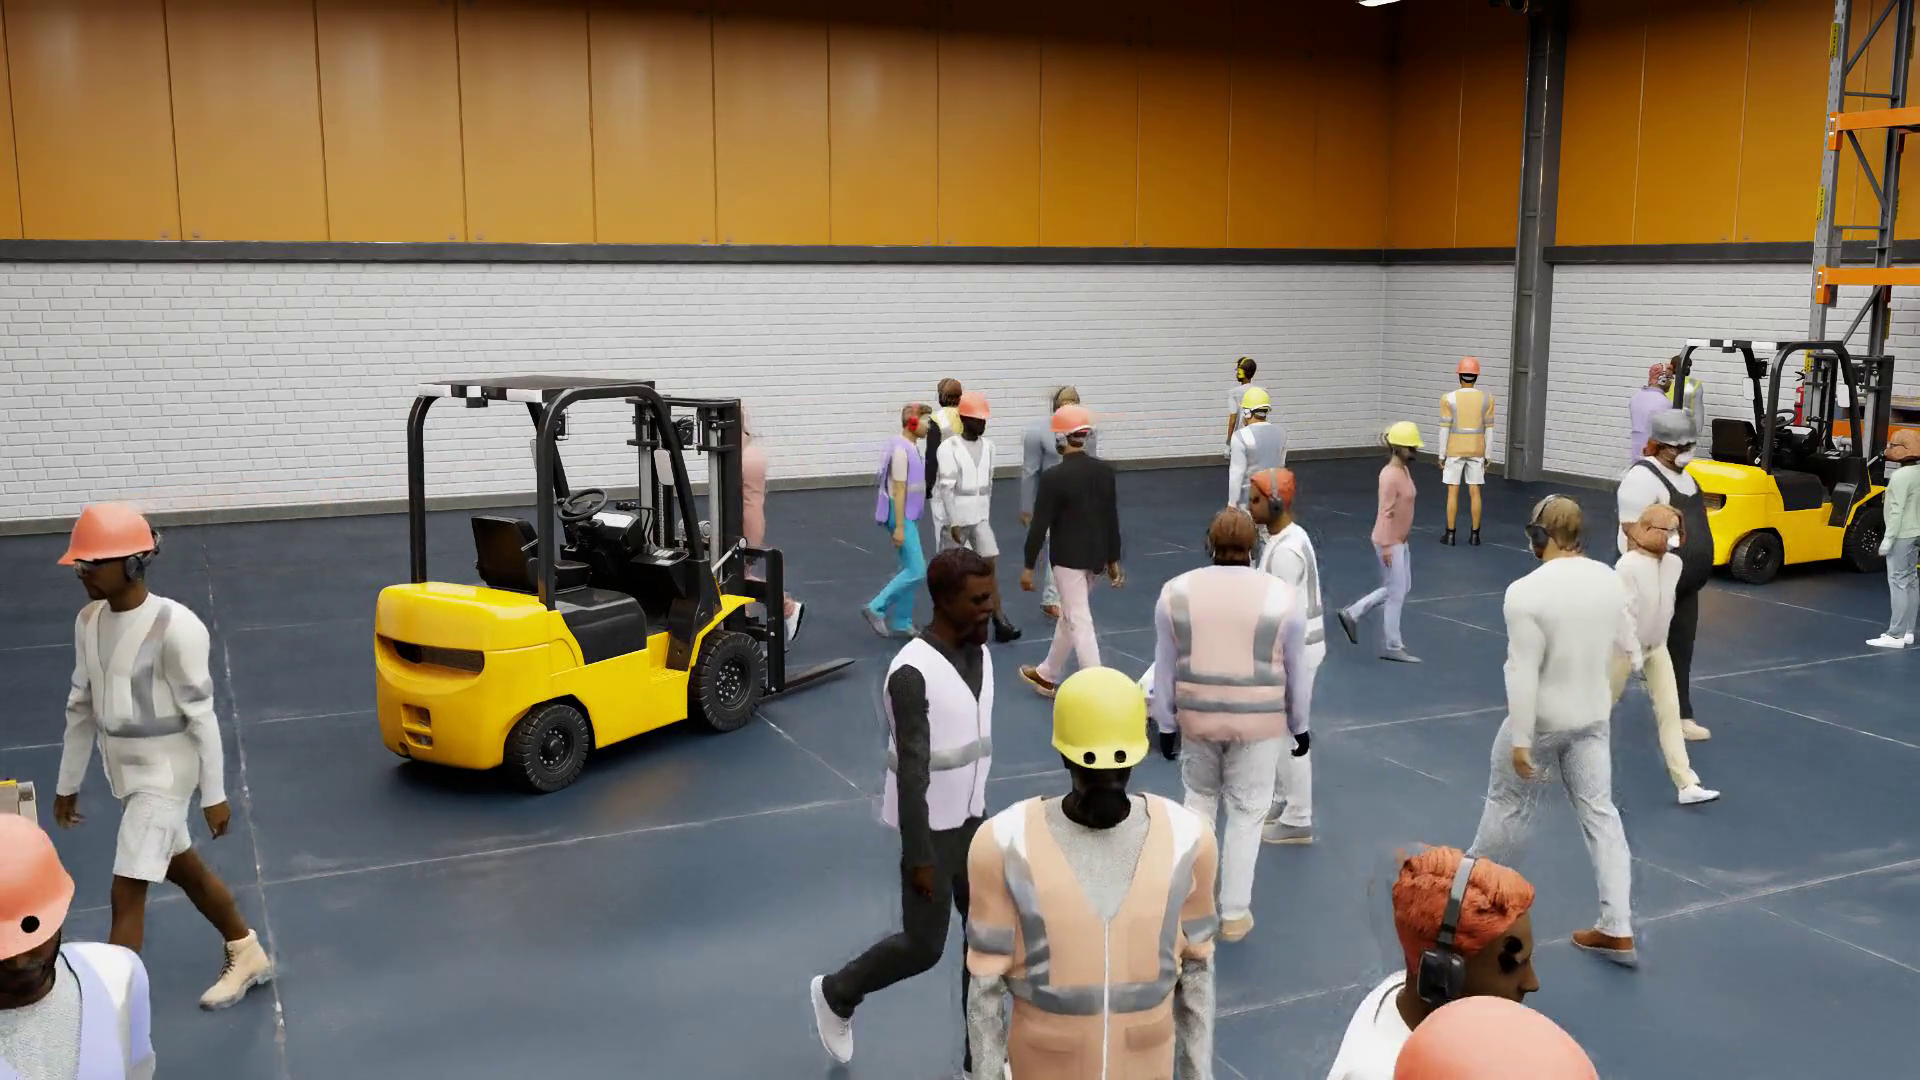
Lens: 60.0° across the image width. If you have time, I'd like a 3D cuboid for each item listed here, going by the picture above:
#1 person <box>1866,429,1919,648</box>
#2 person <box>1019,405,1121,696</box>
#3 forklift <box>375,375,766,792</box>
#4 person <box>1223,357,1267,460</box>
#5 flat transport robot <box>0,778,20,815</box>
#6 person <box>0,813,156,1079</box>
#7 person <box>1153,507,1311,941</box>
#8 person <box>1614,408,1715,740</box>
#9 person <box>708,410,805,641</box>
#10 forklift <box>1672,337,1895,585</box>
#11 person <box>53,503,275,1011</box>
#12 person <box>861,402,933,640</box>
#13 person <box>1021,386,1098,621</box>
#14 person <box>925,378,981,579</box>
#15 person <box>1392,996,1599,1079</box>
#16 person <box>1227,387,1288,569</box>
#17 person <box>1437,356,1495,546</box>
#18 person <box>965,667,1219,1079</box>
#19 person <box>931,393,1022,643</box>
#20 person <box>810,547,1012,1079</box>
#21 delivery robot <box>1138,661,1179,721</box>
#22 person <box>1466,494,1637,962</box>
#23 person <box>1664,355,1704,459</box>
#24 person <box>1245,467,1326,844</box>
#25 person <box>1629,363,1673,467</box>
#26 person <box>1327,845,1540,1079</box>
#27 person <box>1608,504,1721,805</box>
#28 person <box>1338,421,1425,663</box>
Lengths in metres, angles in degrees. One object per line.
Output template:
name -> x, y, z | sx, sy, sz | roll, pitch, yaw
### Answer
person -> 7.016, -0.011, 12.406 | 0.498, 1.634, 0.278 | -8, 12, -40
person -> 0.630, 0.118, 10.607 | 0.652, 1.951, 0.962 | -8, 12, -42
forklift -> -2.268, 0.149, 9.685 | 1.214, 2.155, 2.313 | 6, 11, 32
person -> 3.110, -1.058, 18.188 | 0.532, 1.867, 0.319 | -4, 10, -26
flat transport robot -> -4.739, 1.400, 7.875 | 0.652, 0.197, 1.431 | -5, 11, -30
person -> -1.690, 1.379, 3.063 | 1.019, 1.873, 0.566 | 5, 11, 30
person -> 1.141, 0.771, 6.971 | 0.636, 1.826, 0.457 | 3, 10, 21
person -> 4.143, 0.168, 10.039 | 0.688, 2.000, 0.791 | -7, 12, -37
person -> -1.512, -0.061, 11.986 | 0.761, 1.868, 0.692 | -3, 10, -17
forklift -> 7.551, -0.789, 15.507 | 2.313, 2.155, 1.214 | -4, 10, -25
person -> -2.957, 0.845, 6.009 | 0.630, 1.989, 1.051 | 6, 11, 32
person -> -0.428, -0.127, 12.560 | 0.474, 1.817, 0.617 | 1, 9, 6
person -> 0.860, -0.249, 13.051 | 0.649, 1.900, 0.915 | -5, 10, -28
person -> -0.098, -0.546, 15.085 | 0.634, 1.842, 0.429 | -8, 12, -42
person -> 0.655, 1.511, 1.936 | 0.618, 1.979, 0.545 | -3, 10, -16
person -> 2.472, -0.368, 14.011 | 0.590, 1.833, 0.404 | -6, 11, -33
person -> 5.156, -0.903, 17.003 | 0.552, 1.937, 0.356 | 1, 9, 4
person -> 0.321, 1.227, 3.851 | 0.609, 1.921, 0.404 | -1, 9, -7
person -> 0.084, -0.165, 12.603 | 0.557, 1.887, 0.974 | -6, 11, -33
person -> -0.110, 0.949, 5.659 | 0.776, 1.896, 0.596 | 5, 11, 30
delivery robot -> 1.291, 0.867, 10.010 | 0.477, 0.478, 0.707 | 3, 10, 16
person -> 2.487, 0.748, 6.972 | 0.617, 1.878, 1.073 | -3, 10, -20
person -> 8.359, -1.239, 19.404 | 0.619, 1.840, 0.430 | 9, 13, 44
person -> 1.553, 0.572, 8.081 | 0.434, 1.865, 0.576 | 1, 9, 5
person -> 6.913, -0.814, 16.580 | 0.404, 1.900, 0.644 | -1, 9, -5
person -> 0.766, 1.413, 2.845 | 0.407, 1.867, 0.608 | 4, 10, 23
person -> 3.632, 0.595, 8.808 | 0.501, 1.582, 0.884 | -4, 10, -23
person -> 3.048, 0.009, 11.941 | 0.558, 1.750, 0.519 | 5, 10, 28
